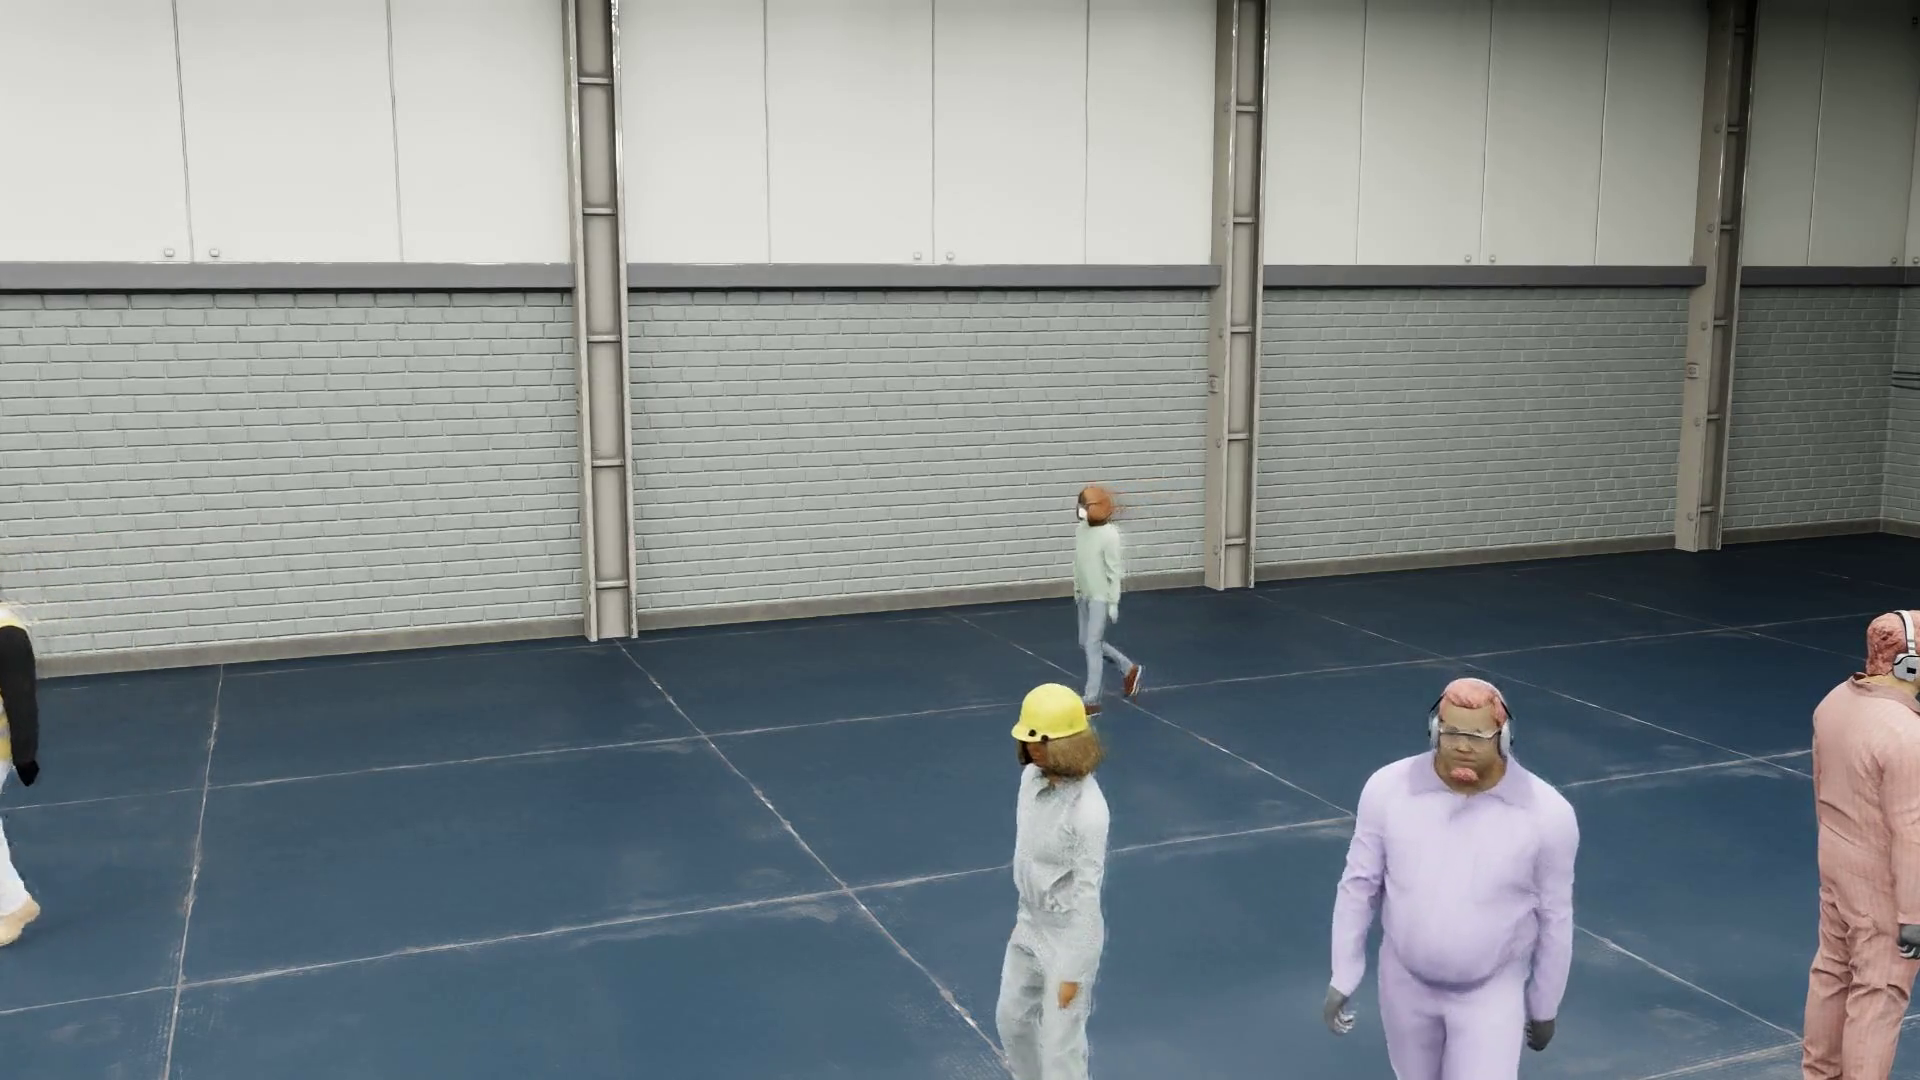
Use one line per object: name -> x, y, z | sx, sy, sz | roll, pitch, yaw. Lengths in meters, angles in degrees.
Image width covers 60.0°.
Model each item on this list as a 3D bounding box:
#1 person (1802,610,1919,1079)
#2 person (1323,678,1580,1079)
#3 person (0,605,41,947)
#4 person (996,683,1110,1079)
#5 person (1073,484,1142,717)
person -> 3.183, 1.179, 5.735 | 0.409, 1.907, 0.648 | 0, 9, 3
person -> 1.401, 1.339, 4.860 | 0.650, 1.871, 0.847 | 5, 11, 31
person -> -4.454, 0.944, 7.473 | 0.630, 1.828, 0.455 | 6, 11, 33
person -> 0.295, 1.309, 5.453 | 0.340, 1.733, 0.532 | -4, 10, -25
person -> 1.002, 0.407, 11.482 | 0.617, 1.617, 0.506 | -4, 10, -26
